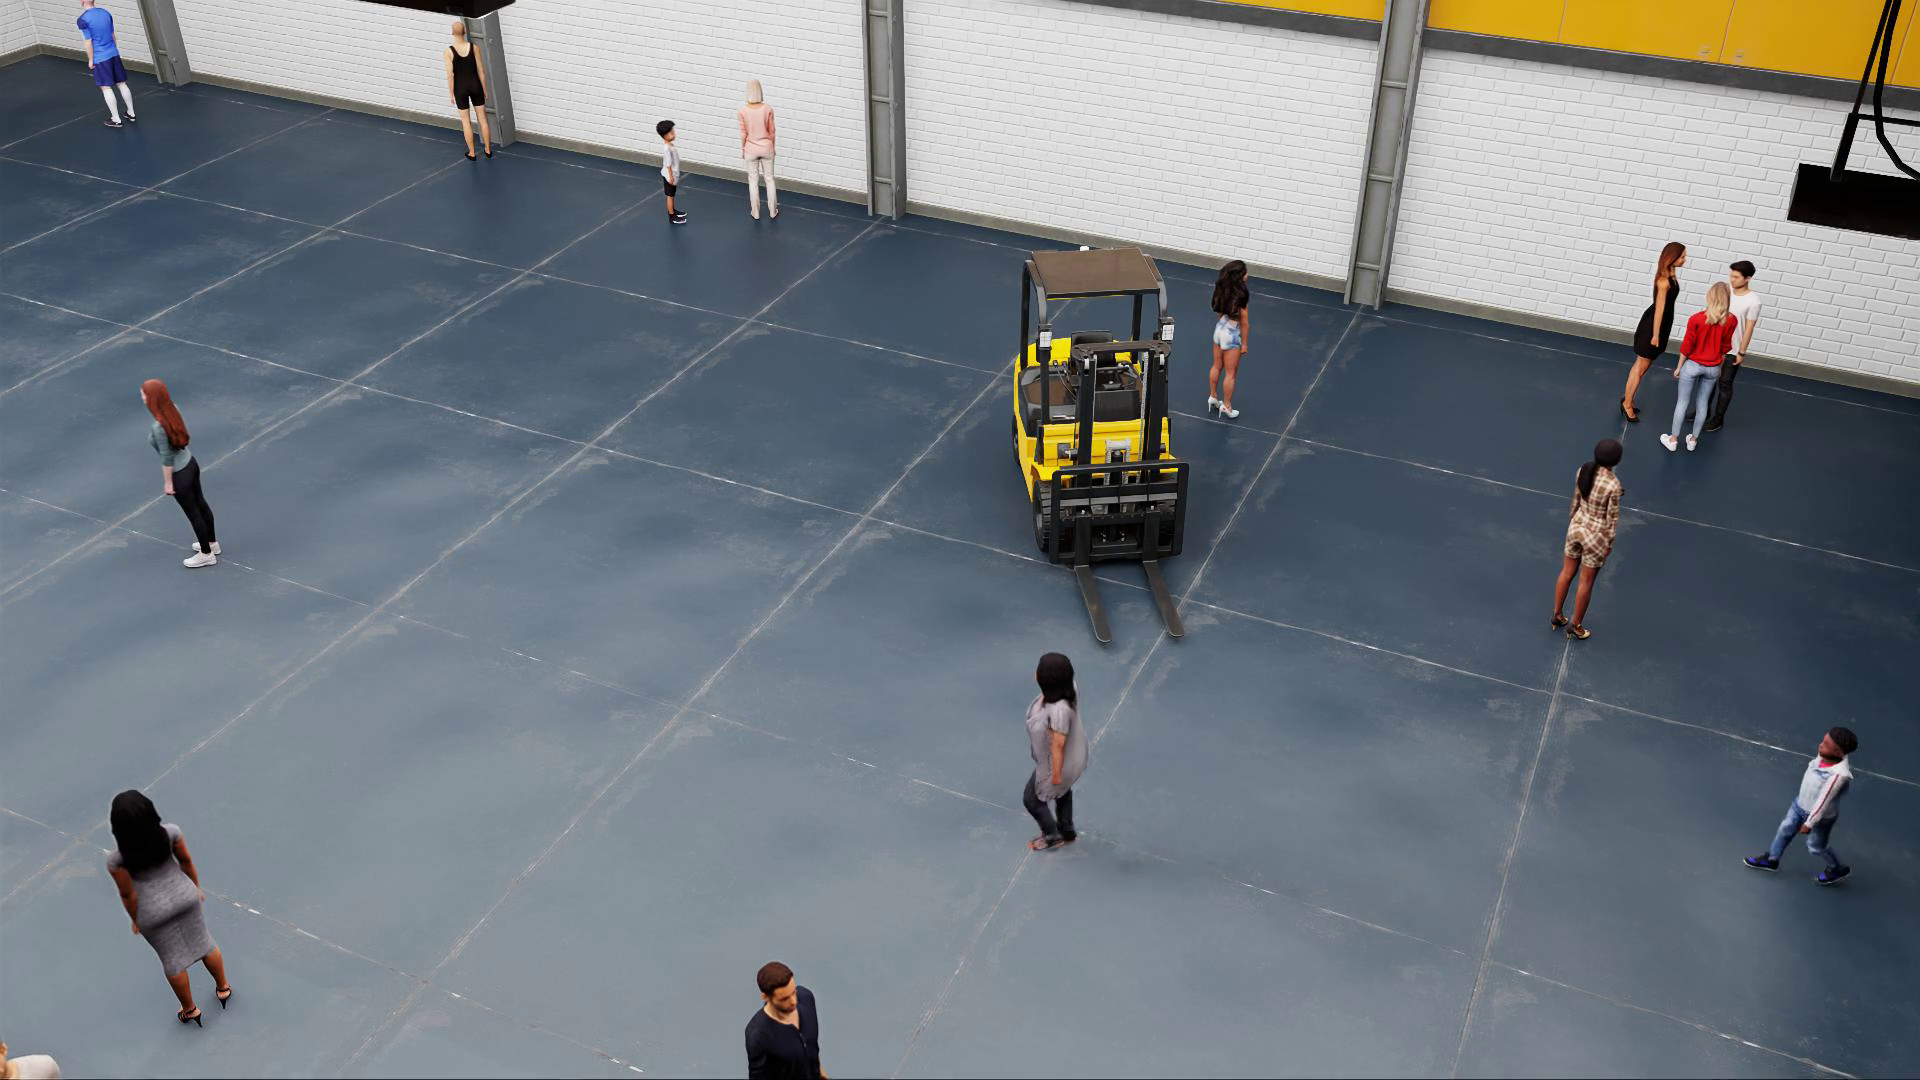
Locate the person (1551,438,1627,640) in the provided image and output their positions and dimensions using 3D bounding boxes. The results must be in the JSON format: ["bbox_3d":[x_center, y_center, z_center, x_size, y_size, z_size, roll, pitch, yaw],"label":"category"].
[{"bbox_3d":[4.912,-0.007,13.008,0.742,1.794,0.662,-16,37,-23],"label":"person"}]

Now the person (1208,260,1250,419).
[{"bbox_3d":[2.600,-1.947,16.081,0.734,1.624,0.656,-17,37,-24],"label":"person"}]

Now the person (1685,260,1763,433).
[{"bbox_3d":[7.347,-1.877,15.893,0.778,1.715,0.692,-15,37,-22],"label":"person"}]

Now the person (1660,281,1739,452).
[{"bbox_3d":[6.905,-1.609,15.499,0.584,1.705,0.741,1,34,2],"label":"person"}]

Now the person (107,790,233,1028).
[{"bbox_3d":[-4.644,2.160,9.759,0.648,1.781,0.630,-29,43,-36],"label":"person"}]

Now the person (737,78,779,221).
[{"bbox_3d":[-2.446,-4.752,20.210,0.649,1.724,0.742,-6,34,-9],"label":"person"}]

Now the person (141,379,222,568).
[{"bbox_3d":[-6.507,-0.563,13.892,0.672,1.743,0.657,0,34,0],"label":"person"}]

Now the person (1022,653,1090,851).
[{"bbox_3d":[0.717,1.431,11.027,0.706,1.591,0.692,7,34,11],"label":"person"}]

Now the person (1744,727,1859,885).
[{"bbox_3d":[5.657,1.752,10.853,0.910,1.251,0.650,4,34,5],"label":"person"}]

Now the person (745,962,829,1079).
[{"bbox_3d":[-0.897,2.857,8.642,0.575,1.859,0.678,21,39,28],"label":"person"}]

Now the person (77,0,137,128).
[{"bbox_3d":[-11.829,-6.671,22.992,0.541,1.842,0.657,15,36,21],"label":"person"}]

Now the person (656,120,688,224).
[{"bbox_3d":[-3.528,-4.497,20.247,0.601,1.259,0.568,-3,34,-5],"label":"person"}]

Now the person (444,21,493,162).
[{"bbox_3d":[-6.459,-5.902,21.858,0.710,1.816,0.717,-18,38,-25],"label":"person"}]

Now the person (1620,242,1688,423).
[{"bbox_3d":[6.658,-2.000,15.972,0.510,1.834,0.570,14,36,20],"label":"person"}]
